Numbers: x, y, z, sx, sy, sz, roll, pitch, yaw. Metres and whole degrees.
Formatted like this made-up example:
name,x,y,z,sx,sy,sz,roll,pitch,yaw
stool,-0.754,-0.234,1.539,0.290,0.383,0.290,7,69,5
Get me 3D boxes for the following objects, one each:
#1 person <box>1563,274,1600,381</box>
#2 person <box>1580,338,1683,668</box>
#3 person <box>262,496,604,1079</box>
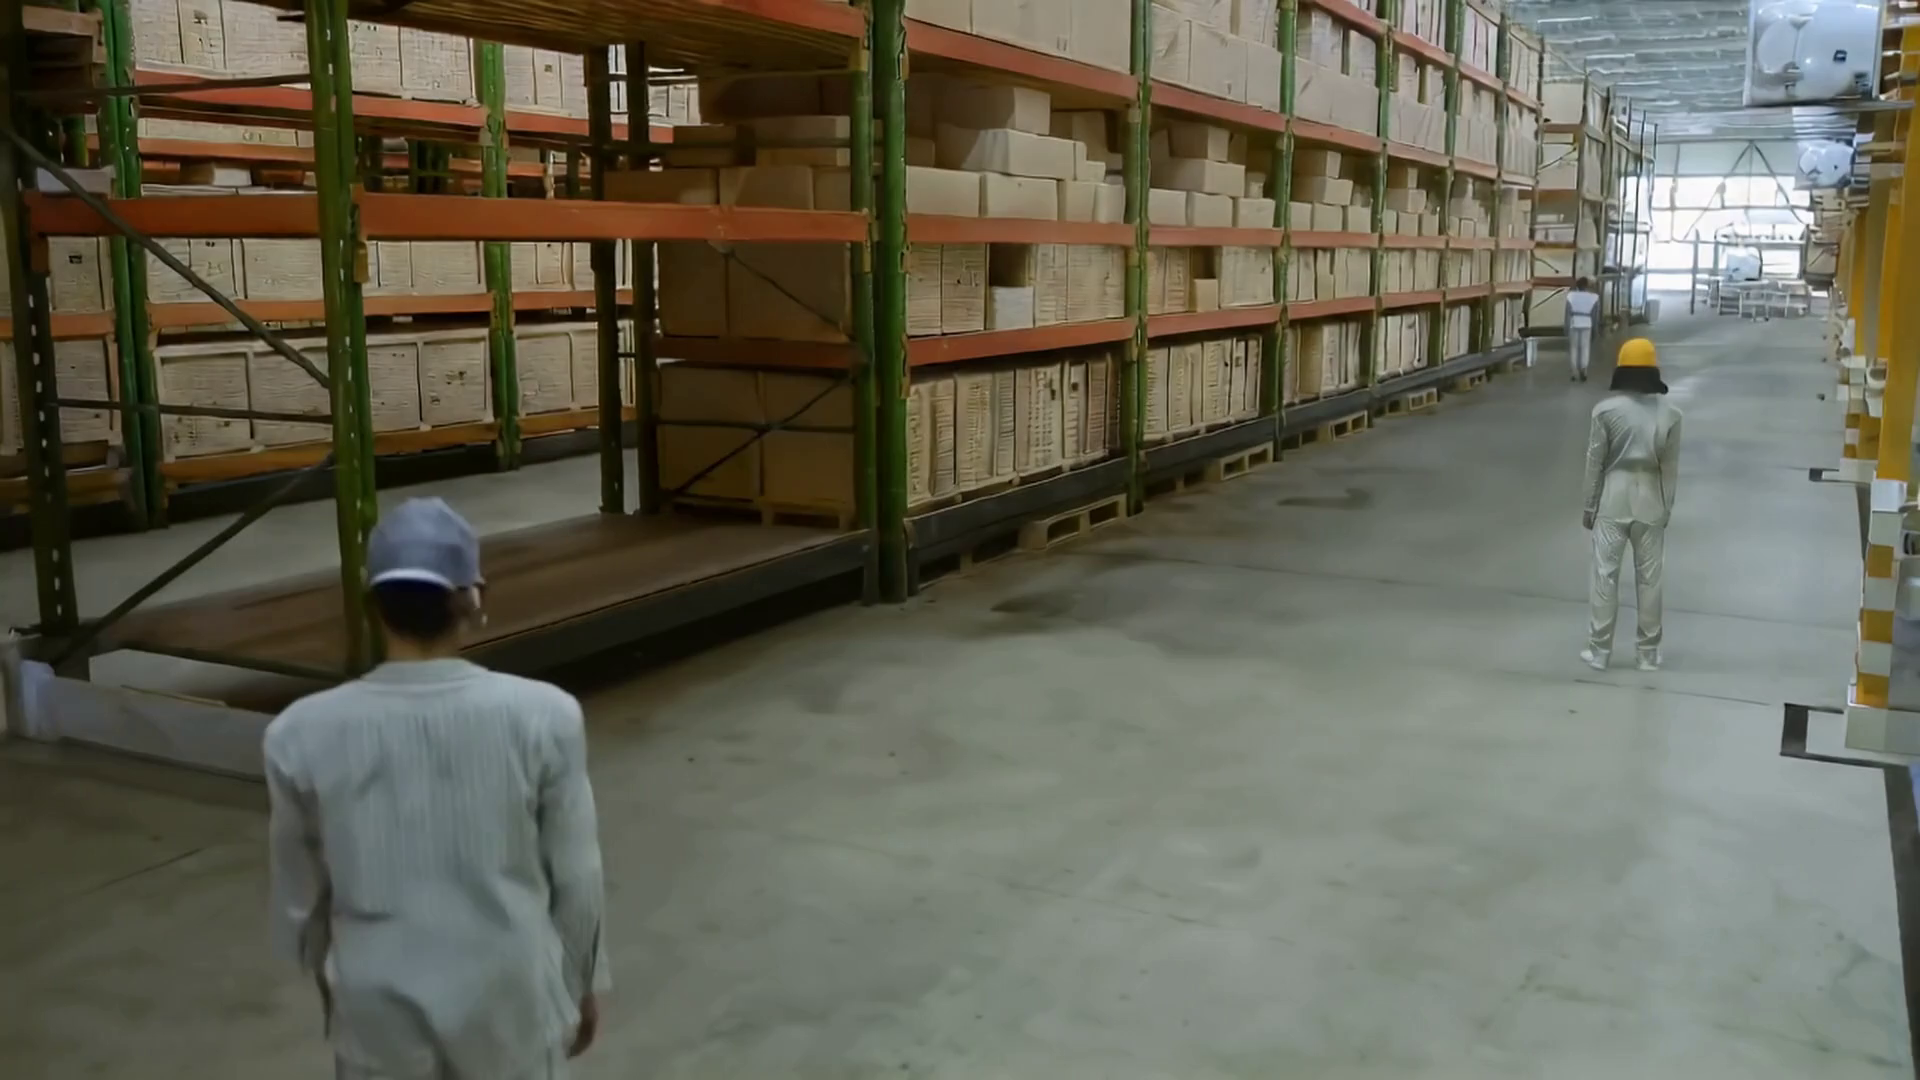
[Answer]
name,x,y,z,sx,sy,sz,roll,pitch,yaw
person,10.535,-3.598,28.234,0.565,1.829,0.630,4,10,20
person,3.518,-0.189,8.763,0.481,1.734,0.337,0,10,-2
person,-0.939,0.790,3.036,0.573,1.746,0.345,-3,10,-15
